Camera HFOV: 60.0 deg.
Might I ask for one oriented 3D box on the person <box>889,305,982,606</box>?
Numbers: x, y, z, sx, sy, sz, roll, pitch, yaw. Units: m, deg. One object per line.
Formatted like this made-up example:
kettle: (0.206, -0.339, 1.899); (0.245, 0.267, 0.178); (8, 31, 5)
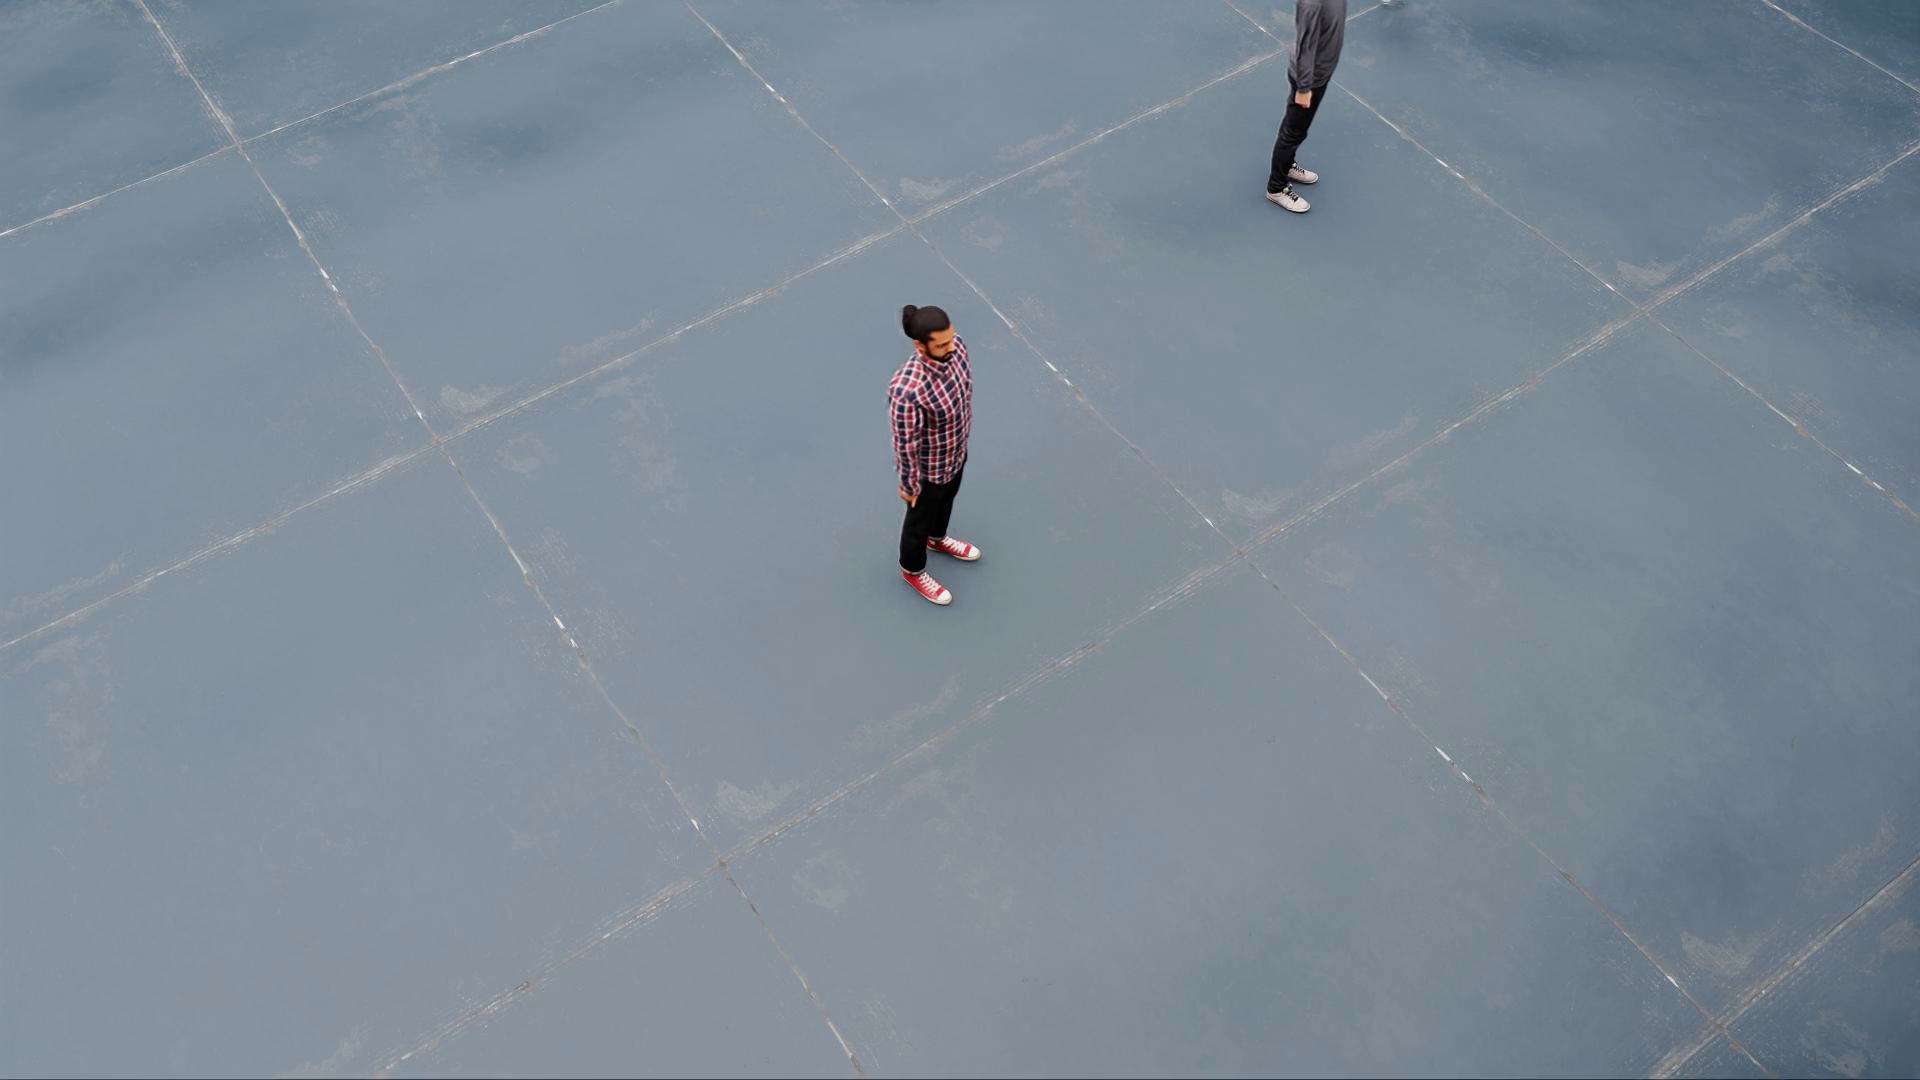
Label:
person: (-0.120, -0.416, 7.620); (0.761, 1.761, 0.782); (22, 55, 16)

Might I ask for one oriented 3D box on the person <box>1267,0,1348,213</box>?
person: (1.978, -2.672, 9.368); (0.720, 1.761, 0.700); (16, 54, 12)
